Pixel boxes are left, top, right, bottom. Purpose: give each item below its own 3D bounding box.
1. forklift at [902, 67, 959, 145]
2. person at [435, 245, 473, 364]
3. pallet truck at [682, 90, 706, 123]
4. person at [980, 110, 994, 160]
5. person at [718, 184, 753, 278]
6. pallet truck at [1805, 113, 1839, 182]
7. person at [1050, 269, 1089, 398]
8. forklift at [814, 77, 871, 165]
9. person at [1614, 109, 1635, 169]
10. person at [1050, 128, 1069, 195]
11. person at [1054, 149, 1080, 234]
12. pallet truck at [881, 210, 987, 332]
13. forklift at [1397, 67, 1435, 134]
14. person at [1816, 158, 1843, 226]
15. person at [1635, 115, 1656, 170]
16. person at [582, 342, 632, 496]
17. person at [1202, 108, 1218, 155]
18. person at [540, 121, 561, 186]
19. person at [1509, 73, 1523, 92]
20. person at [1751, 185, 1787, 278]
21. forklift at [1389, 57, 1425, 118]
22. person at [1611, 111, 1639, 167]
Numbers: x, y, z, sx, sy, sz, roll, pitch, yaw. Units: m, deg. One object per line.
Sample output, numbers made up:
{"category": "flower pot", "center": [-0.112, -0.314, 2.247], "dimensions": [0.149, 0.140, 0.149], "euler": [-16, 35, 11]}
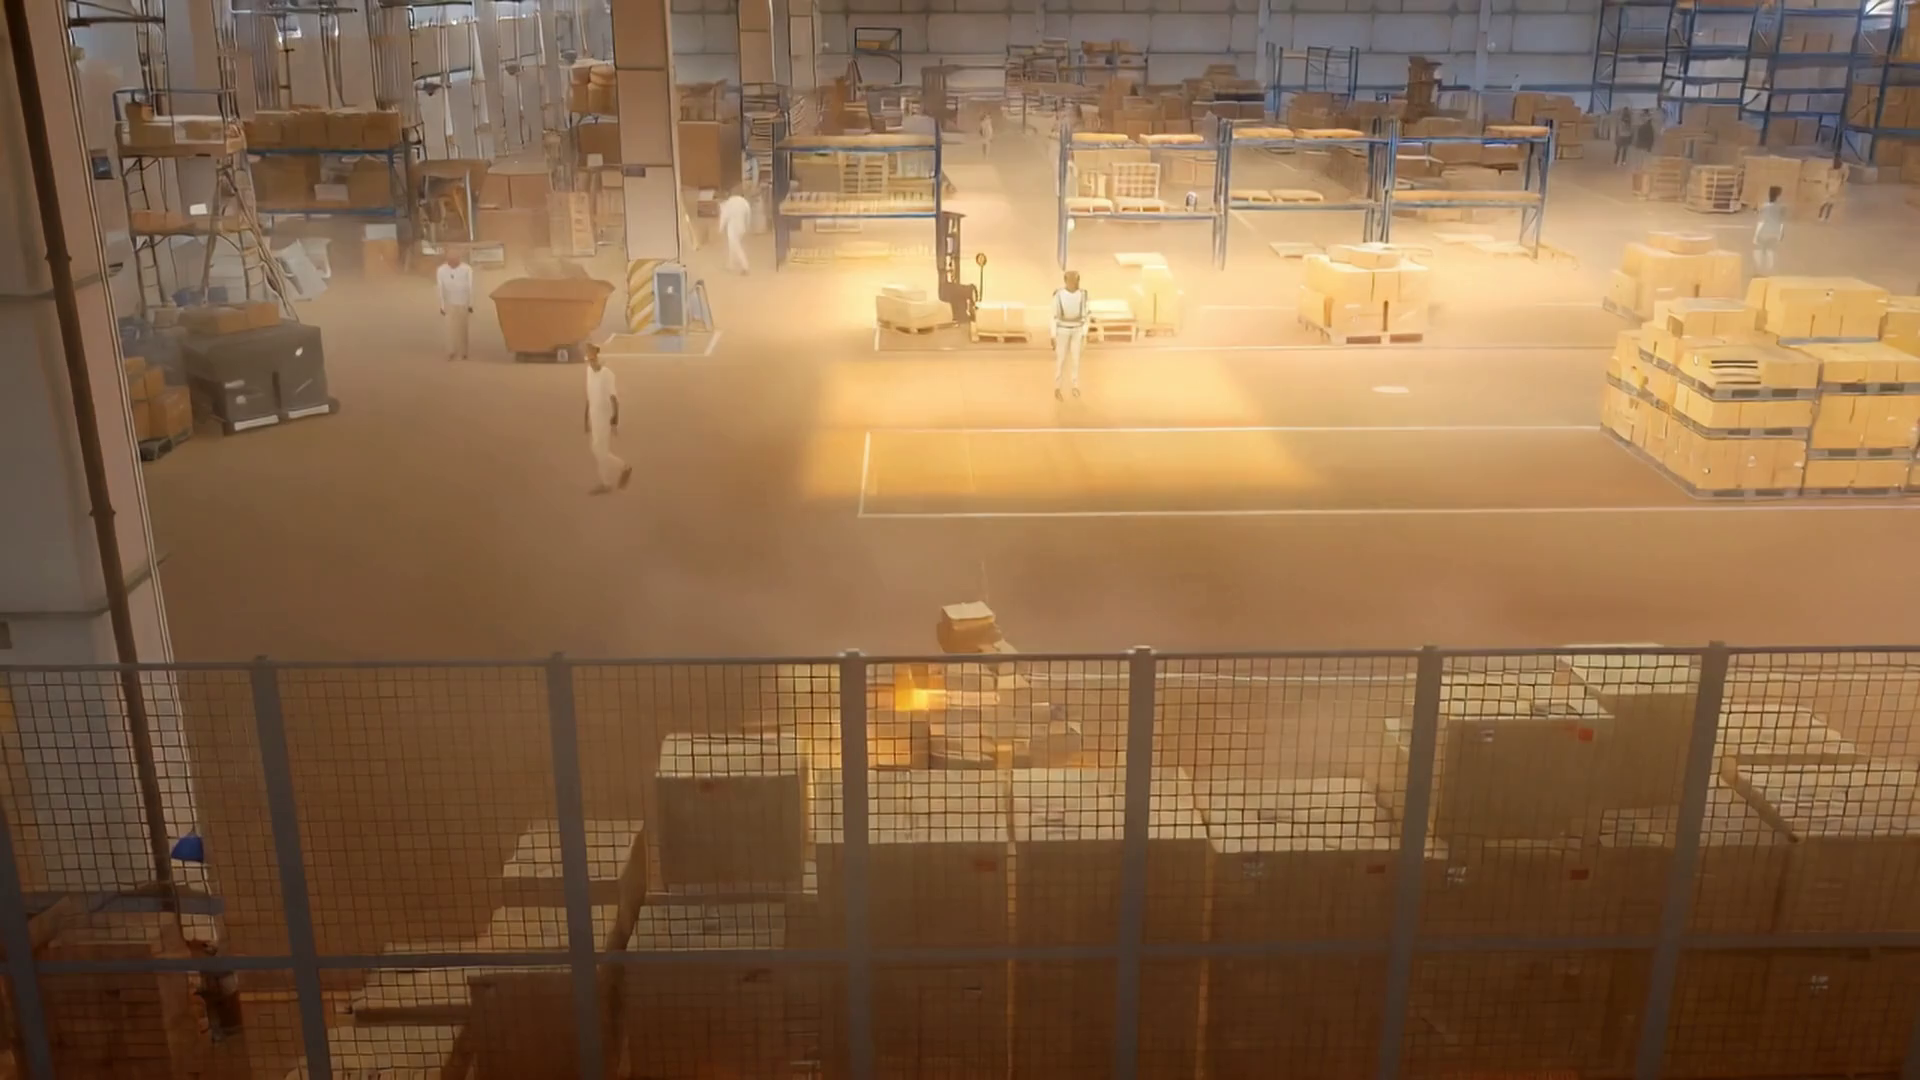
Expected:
{"category": "forklift", "center": [-1.117, -15.934, 61.139], "dimensions": [1.873, 2.768, 1.129], "euler": [-10, 21, -28]}
{"category": "person", "center": [-8.056, -3.748, 26.536], "dimensions": [0.581, 1.883, 0.838], "euler": [-2, 19, -6]}
{"category": "pallet truck", "center": [-9.671, -15.907, 62.421], "dimensions": [0.823, 1.965, 1.885], "euler": [5, 19, 15]}
{"category": "person", "center": [0.887, -13.839, 56.776], "dimensions": [0.396, 1.679, 0.565], "euler": [10, 21, 27]}
{"category": "person", "center": [-4.602, -6.403, 34.433], "dimensions": [1.020, 1.873, 0.707], "euler": [16, 25, 40]}
{"category": "pallet truck", "center": [26.403, -11.957, 50.702], "dimensions": [0.823, 1.965, 1.885], "euler": [6, 19, 16]}
{"category": "person", "center": [1.603, -3.028, 24.389], "dimensions": [0.575, 1.885, 0.355], "euler": [-4, 19, -10]}
{"category": "forklift", "center": [-3.904, -13.911, 55.138], "dimensions": [1.873, 2.768, 1.129], "euler": [-1, 19, -1]}
{"category": "person", "center": [21.583, -13.058, 54.105], "dimensions": [0.619, 1.911, 0.381], "euler": [-1, 19, -4]}
{"category": "person", "center": [2.847, -10.695, 47.083], "dimensions": [0.642, 1.912, 0.763], "euler": [-3, 19, -9]}
{"category": "person", "center": [2.535, -8.456, 40.251], "dimensions": [0.688, 2.000, 0.537], "euler": [-17, 25, -41]}
{"category": "pallet truck", "center": [-0.493, -4.759, 29.349], "dimensions": [1.885, 1.965, 0.823], "euler": [-13, 23, -34]}
{"category": "forklift", "center": [16.955, -16.071, 61.546], "dimensions": [1.129, 2.768, 1.873], "euler": [-1, 19, -2]}
{"category": "person", "center": [21.682, -8.655, 41.397], "dimensions": [0.535, 1.686, 0.334], "euler": [-8, 20, -22]}
{"category": "person", "center": [20.963, -12.000, 50.896], "dimensions": [0.651, 1.959, 0.616], "euler": [-11, 21, -29]}
{"category": "person", "center": [-4.250, -1.443, 19.732], "dimensions": [0.461, 1.856, 0.518], "euler": [-17, 25, -41]}
{"category": "person", "center": [8.053, -12.973, 53.809], "dimensions": [0.629, 1.940, 0.372], "euler": [-12, 22, -31]}
{"category": "person", "center": [-12.155, -11.487, 49.468], "dimensions": [0.592, 1.902, 0.755], "euler": [-8, 20, -22]}
{"category": "person", "center": [24.830, -19.896, 74.349], "dimensions": [0.547, 1.937, 0.379], "euler": [9, 21, 24]}
{"category": "person", "center": [16.373, -6.209, 33.723], "dimensions": [0.629, 1.944, 0.447], "euler": [-3, 19, -9]}
{"category": "forklift", "center": [18.821, -18.496, 68.742], "dimensions": [1.873, 2.768, 1.129], "euler": [-1, 19, -1]}
{"category": "person", "center": [22.098, -13.187, 54.709], "dimensions": [1.006, 1.787, 0.635], "euler": [5, 19, 15]}
